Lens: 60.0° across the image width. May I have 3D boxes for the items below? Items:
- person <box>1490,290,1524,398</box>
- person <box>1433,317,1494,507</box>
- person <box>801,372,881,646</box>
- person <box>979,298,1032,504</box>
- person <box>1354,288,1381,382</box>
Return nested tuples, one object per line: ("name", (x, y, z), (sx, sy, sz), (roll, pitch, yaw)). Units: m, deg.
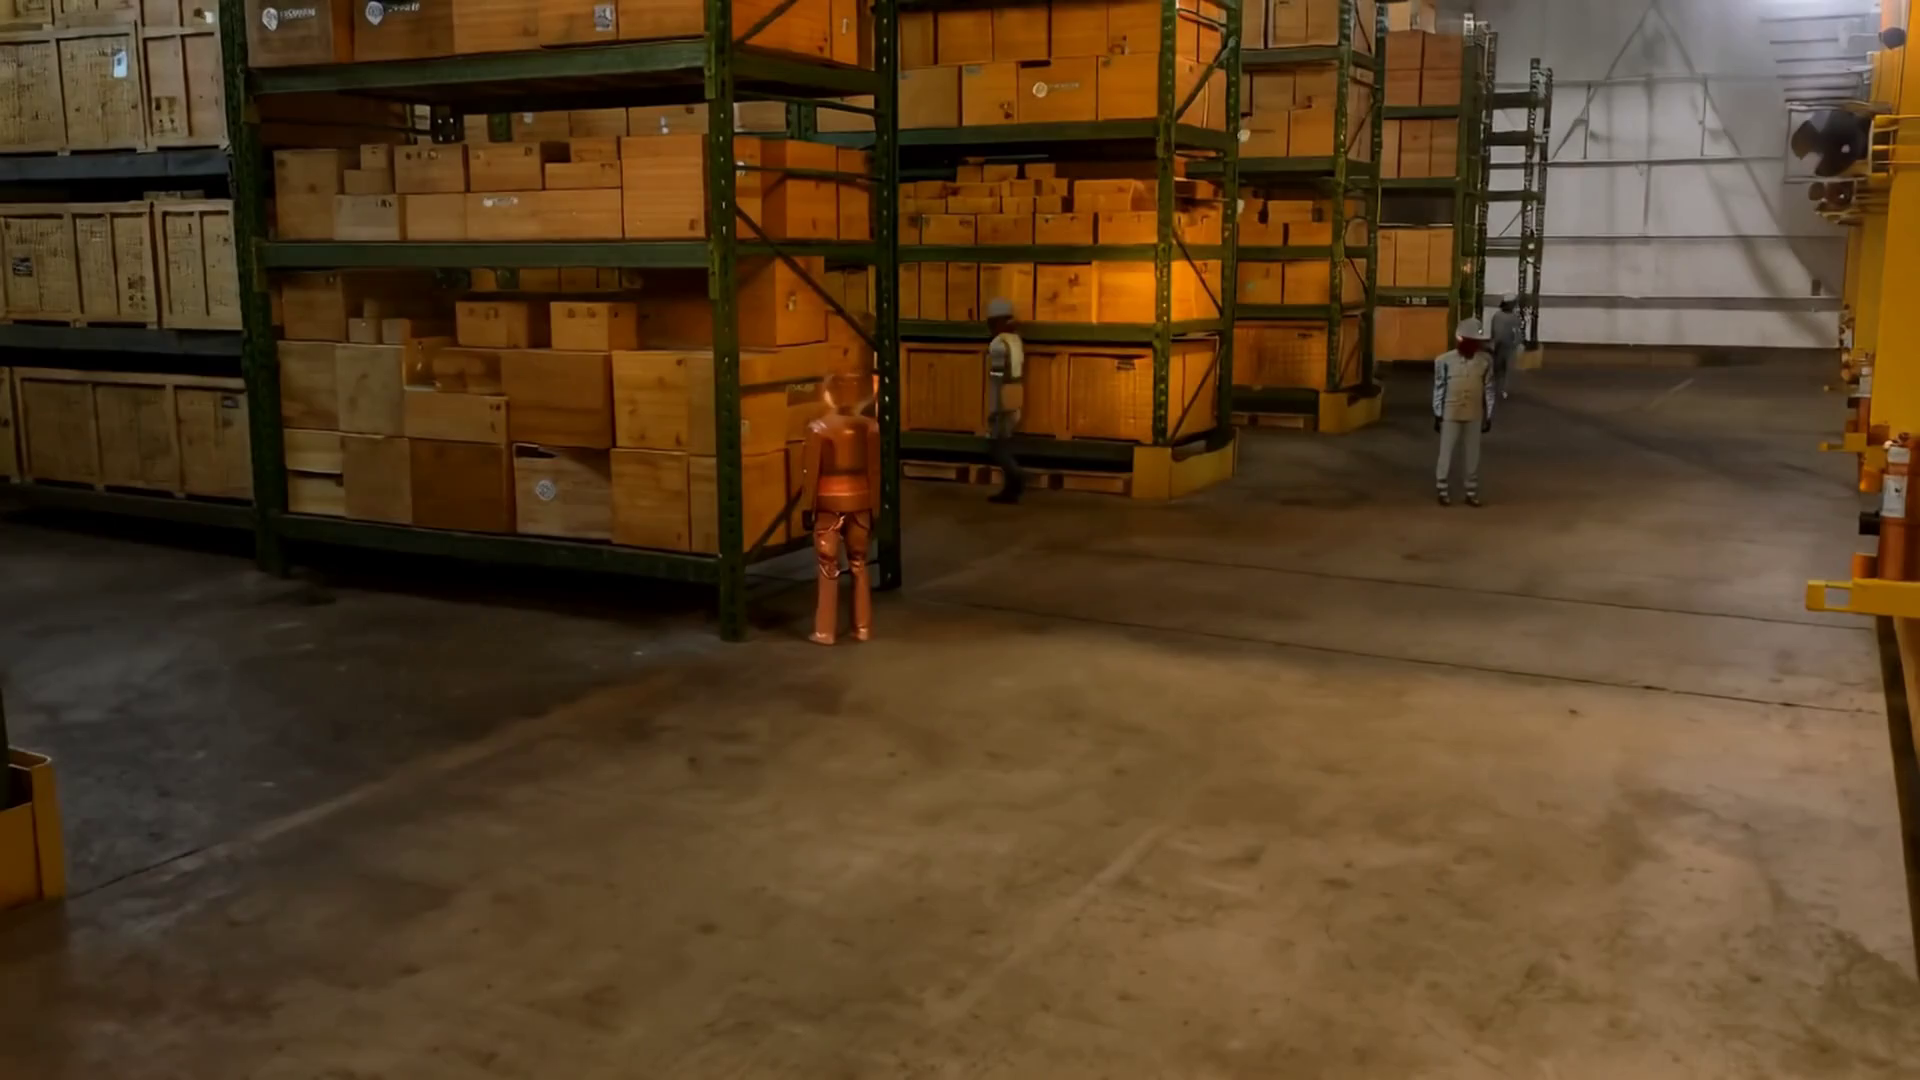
("person", (8.798, -3.146, 26.764), (0.505, 1.726, 0.377), (4, 11, 24))
("person", (4.632, -1.168, 15.291), (0.566, 1.744, 0.350), (-1, 10, -4))
("person", (-0.700, -0.181, 9.912), (0.524, 1.631, 0.318), (-6, 12, -33))
("person", (0.409, -1.273, 15.383), (0.460, 1.921, 0.562), (5, 11, 25))
("person", (5.920, -2.771, 24.355), (0.440, 1.829, 0.619), (7, 12, 33))
